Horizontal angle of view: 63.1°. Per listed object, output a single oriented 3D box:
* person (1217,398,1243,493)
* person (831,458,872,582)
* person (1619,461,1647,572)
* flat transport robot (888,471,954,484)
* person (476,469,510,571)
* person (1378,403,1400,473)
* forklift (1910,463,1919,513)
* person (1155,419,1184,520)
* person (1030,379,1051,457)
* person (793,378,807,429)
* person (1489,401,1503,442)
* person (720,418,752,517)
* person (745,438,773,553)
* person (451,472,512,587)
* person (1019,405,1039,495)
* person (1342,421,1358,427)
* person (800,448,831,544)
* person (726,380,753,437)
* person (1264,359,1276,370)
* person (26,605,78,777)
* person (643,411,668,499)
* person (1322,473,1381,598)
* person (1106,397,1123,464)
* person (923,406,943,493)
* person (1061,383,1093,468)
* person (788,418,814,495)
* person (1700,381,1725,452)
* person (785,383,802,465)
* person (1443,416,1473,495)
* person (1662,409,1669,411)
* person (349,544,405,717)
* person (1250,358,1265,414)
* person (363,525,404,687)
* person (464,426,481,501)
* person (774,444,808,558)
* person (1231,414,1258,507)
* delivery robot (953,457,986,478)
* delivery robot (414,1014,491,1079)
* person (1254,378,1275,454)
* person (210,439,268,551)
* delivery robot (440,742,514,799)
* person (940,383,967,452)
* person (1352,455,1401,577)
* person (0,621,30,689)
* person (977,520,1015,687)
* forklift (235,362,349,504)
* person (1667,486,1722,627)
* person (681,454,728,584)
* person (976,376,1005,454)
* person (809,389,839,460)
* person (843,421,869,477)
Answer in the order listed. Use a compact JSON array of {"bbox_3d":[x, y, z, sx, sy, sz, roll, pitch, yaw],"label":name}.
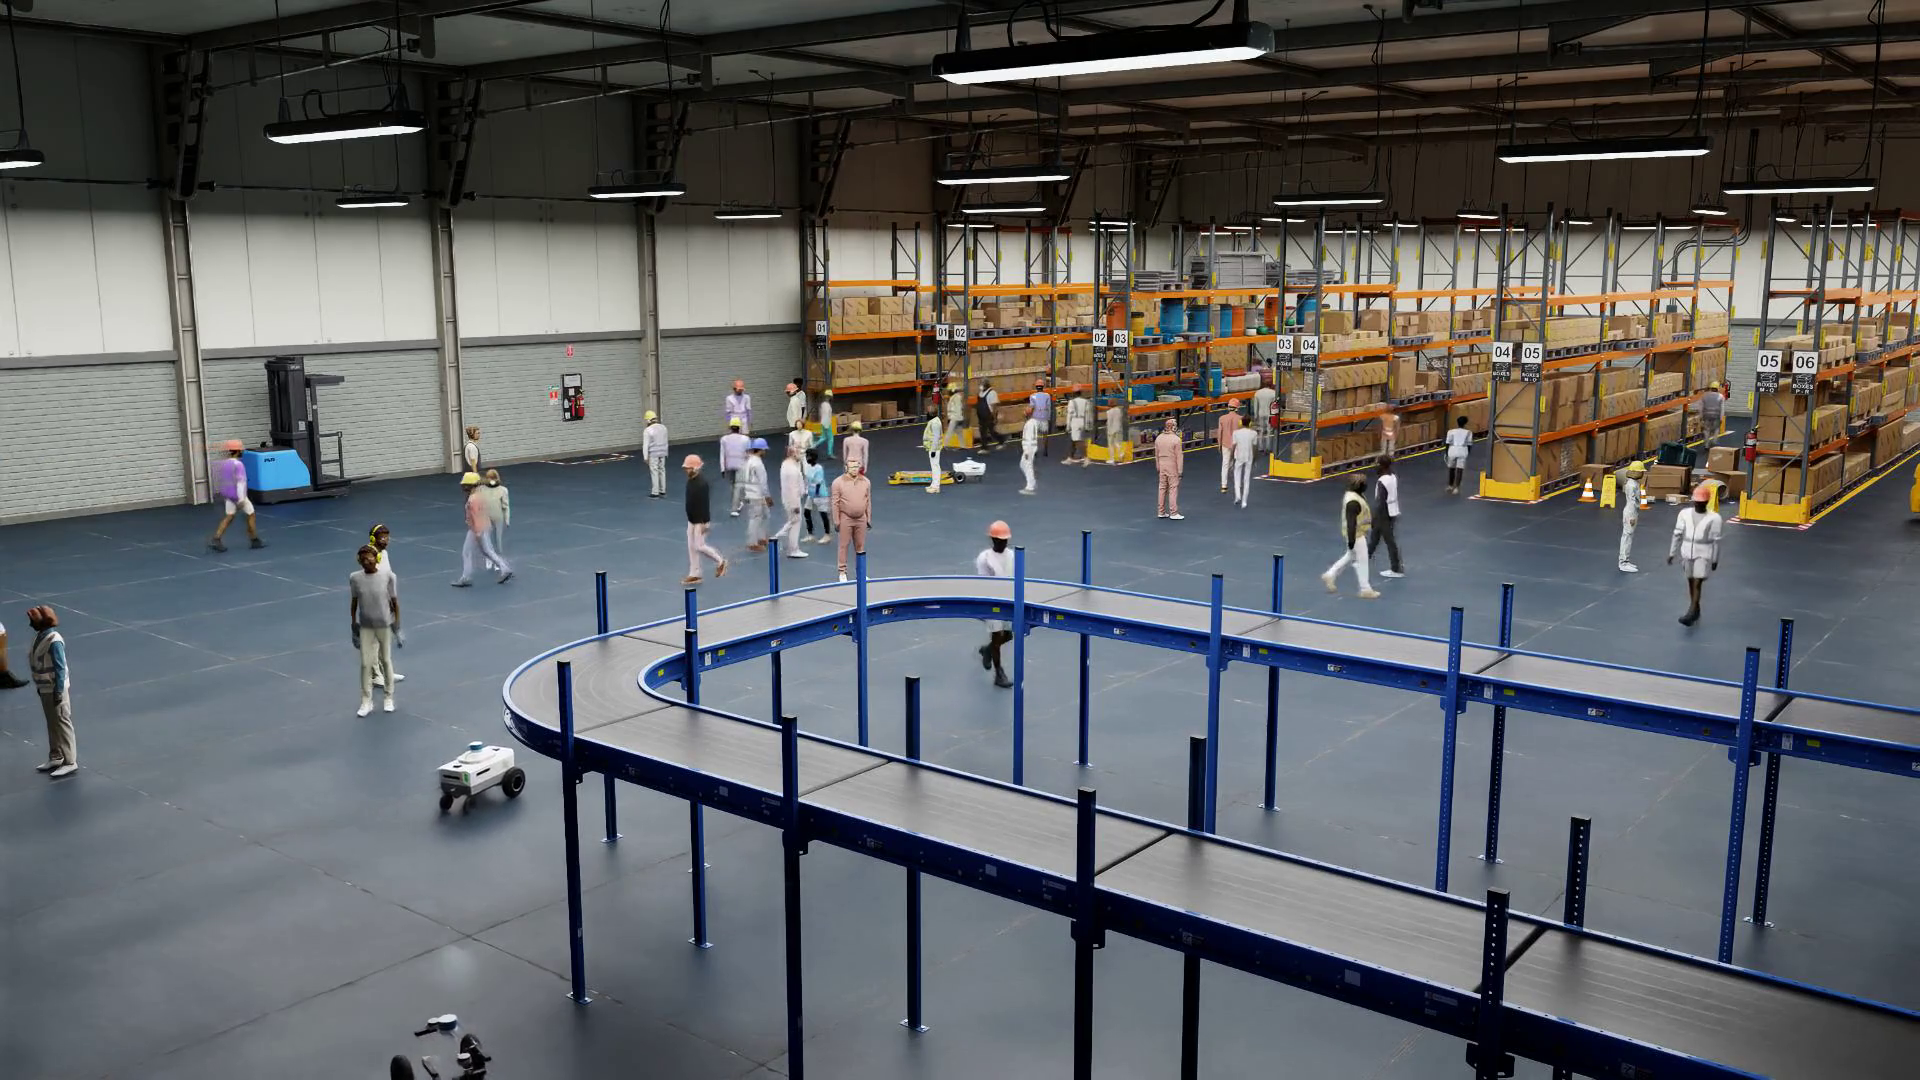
[{"bbox_3d":[5.767,-2.003,33.125,0.623,1.992,0.396,5,11,24],"label":"person"},{"bbox_3d":[-1.630,-0.308,23.832,0.641,1.909,0.409,-5,11,-27],"label":"person"},{"bbox_3d":[10.641,-0.386,24.732,0.309,1.743,0.494,4,11,21],"label":"person"},{"bbox_3d":[-0.864,-1.387,34.627,1.431,0.197,0.652,-1,10,-3],"label":"flat transport robot"},{"bbox_3d":[-7.357,-0.314,24.646,0.522,1.615,0.389,-3,10,-15],"label":"person"},{"bbox_3d":[9.931,-2.364,36.201,0.531,1.621,0.393,8,13,37],"label":"person"},{"bbox_3d":[19.034,-1.348,28.998,2.313,2.155,1.214,8,13,37],"label":"forklift"},{"bbox_3d":[3.998,-1.343,29.661,0.408,1.908,0.644,-9,13,-40],"label":"person"},{"bbox_3d":[2.004,-3.060,39.265,0.543,1.928,0.374,-1,10,-7],"label":"person"},{"bbox_3d":[-4.048,-3.116,39.465,0.361,1.965,0.613,-2,10,-13],"label":"person"},{"bbox_3d":[12.577,-2.533,36.263,0.627,1.940,0.371,7,12,33],"label":"person"},{"bbox_3d":[-4.300,-1.420,30.174,0.592,1.872,1.002,2,10,9],"label":"person"},{"bbox_3d":[-3.324,-0.753,26.269,0.617,1.925,0.598,-3,10,-15],"label":"person"},{"bbox_3d":[-7.215,-0.169,23.530,0.855,1.735,0.539,-1,10,-8],"label":"person"},{"bbox_3d":[1.423,-1.890,32.826,0.413,1.872,0.602,1,10,7],"label":"person"},{"bbox_3d":[11.668,-4.350,46.493,0.400,1.938,0.602,-4,11,-22],"label":"person"},{"bbox_3d":[-2.523,-0.752,26.964,0.639,1.660,0.557,-6,12,-32],"label":"person"},{"bbox_3d":[-5.365,-2.885,38.025,0.657,2.014,0.516,-4,11,-22],"label":"person"},{"bbox_3d":[10.344,-5.248,52.336,0.537,1.659,0.828,4,11,22],"label":"person"},{"bbox_3d":[-8.632,1.418,14.867,0.514,1.640,0.310,9,13,40],"label":"person"},{"bbox_3d":[-6.285,-1.755,32.274,0.430,1.811,0.630,8,13,40],"label":"person"},{"bbox_3d":[5.741,-0.087,22.839,0.798,1.821,0.638,2,10,12],"label":"person"},{"bbox_3d":[3.707,-2.656,37.842,0.525,1.620,0.374,-10,14,-44],"label":"person"},{"bbox_3d":[-0.572,-1.927,33.144,0.430,1.840,0.622,0,10,-1],"label":"person"},{"bbox_3d":[2.810,-2.719,37.145,0.618,2.007,0.995,-10,14,-43],"label":"person"},{"bbox_3d":[-3.308,-1.715,32.523,0.546,1.625,0.375,0,10,1],"label":"person"},{"bbox_3d":[19.390,-3.187,40.313,0.597,1.810,0.632,7,12,34],"label":"person"},{"bbox_3d":[-3.967,-2.744,37.299,0.400,1.989,0.623,0,10,1],"label":"person"},{"bbox_3d":[10.475,-1.783,32.891,0.574,1.639,0.882,4,11,20],"label":"person"},{"bbox_3d":[20.707,-4.197,45.864,0.620,1.858,0.632,-4,11,-22],"label":"person"},{"bbox_3d":[-6.271,0.973,16.817,0.574,1.847,0.680,-1,10,-8],"label":"person"},{"bbox_3d":[9.570,-4.937,50.197,0.586,1.790,0.964,10,14,44],"label":"person"},{"bbox_3d":[-6.671,0.743,18.043,0.327,1.865,0.520,1,10,5],"label":"person"},{"bbox_3d":[-9.012,-1.196,29.003,0.350,1.847,0.506,-4,11,-24],"label":"person"},{"bbox_3d":[-2.793,-0.641,25.736,0.506,1.891,0.676,-3,11,-17],"label":"person"},{"bbox_3d":[5.671,-1.586,31.154,0.539,1.854,0.419,2,10,11],"label":"person"},{"bbox_3d":[0.214,-1.588,34.694,0.707,0.478,0.477,-1,10,-3],"label":"delivery robot"},{"bbox_3d":[-2.938,2.850,8.983,0.335,0.223,0.698,-7,12,-36],"label":"delivery robot"},{"bbox_3d":[7.801,-3.161,39.803,0.636,1.936,0.354,6,12,31],"label":"person"},{"bbox_3d":[-12.261,-0.758,26.397,0.555,1.903,0.962,7,12,35],"label":"person"},{"bbox_3d":[-4.360,2.066,14.128,0.477,0.478,0.707,4,11,22],"label":"delivery robot"},{"bbox_3d":[-0.232,-3.127,40.063,0.928,1.775,0.608,-1,10,-8],"label":"person"},{"bbox_3d":[6.470,-0.385,24.332,0.938,1.876,0.619,5,11,27],"label":"person"},{"bbox_3d":[-11.192,0.772,17.772,0.842,1.905,0.544,-5,11,-28],"label":"person"},{"bbox_3d":[0.409,0.705,18.103,0.550,1.920,0.671,-6,12,-32],"label":"person"},{"bbox_3d":[-13.803,-2.244,32.110,1.129,2.768,1.873,8,13,37],"label":"forklift"},{"bbox_3d":[9.867,0.205,21.018,1.010,1.879,0.565,-9,14,-42],"label":"person"},{"bbox_3d":[-3.917,-0.320,23.688,0.606,1.980,0.627,-7,13,-36],"label":"person"},{"bbox_3d":[0.745,-3.192,39.805,0.719,2.000,0.695,-7,13,-36],"label":"person"},{"bbox_3d":[-3.371,-2.861,38.668,0.643,1.737,0.526,-3,11,-18],"label":"person"},{"bbox_3d":[-2.049,-1.495,31.056,0.531,1.716,0.920,1,10,6],"label":"person"}]
